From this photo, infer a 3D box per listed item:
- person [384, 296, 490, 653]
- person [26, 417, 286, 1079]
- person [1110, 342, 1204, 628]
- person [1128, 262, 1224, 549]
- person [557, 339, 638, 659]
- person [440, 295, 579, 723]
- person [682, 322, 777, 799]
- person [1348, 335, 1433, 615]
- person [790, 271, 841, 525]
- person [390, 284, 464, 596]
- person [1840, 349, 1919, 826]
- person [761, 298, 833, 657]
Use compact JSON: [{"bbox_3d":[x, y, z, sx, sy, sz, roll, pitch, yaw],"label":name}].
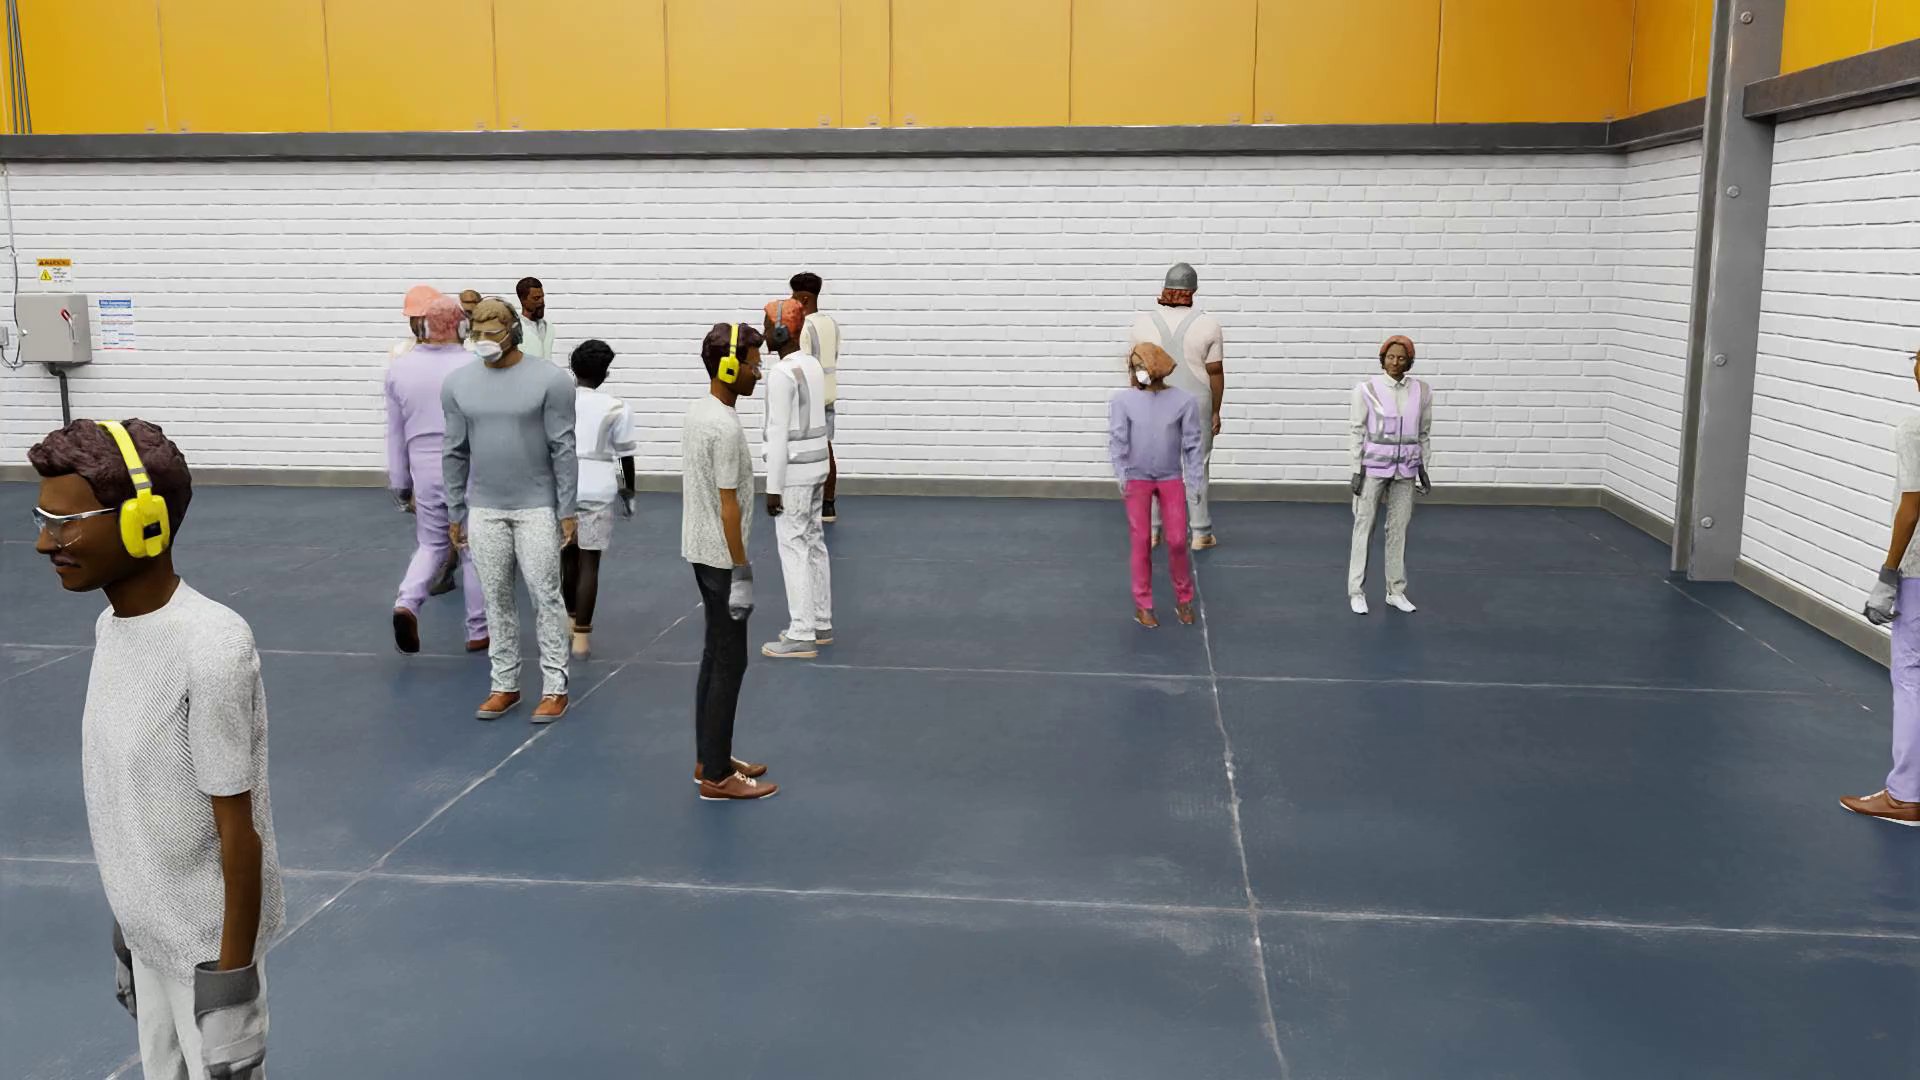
[{"bbox_3d":[-2.662,-0.315,8.653,0.657,1.890,0.658,2,10,11],"label":"person"},{"bbox_3d":[-1.330,0.716,2.840,0.512,1.861,0.325,9,13,41],"label":"person"},{"bbox_3d":[1.111,-0.301,9.374,0.542,1.611,0.428,1,10,6],"label":"person"},{"bbox_3d":[1.564,-0.956,11.885,0.678,2.000,0.537,4,11,19],"label":"person"},{"bbox_3d":[-1.980,-0.234,8.847,0.536,1.645,0.759,0,10,1],"label":"person"},{"bbox_3d":[-2.029,-0.134,7.518,0.641,1.927,0.386,1,10,7],"label":"person"},{"bbox_3d":[-0.897,0.089,6.442,0.345,1.855,0.533,-4,11,-21],"label":"person"},{"bbox_3d":[2.519,-0.382,9.756,0.515,1.636,0.314,-2,10,-10],"label":"person"},{"bbox_3d":[-1.147,-1.085,12.838,0.368,1.966,0.603,4,11,23],"label":"person"},{"bbox_3d":[-3.252,-0.635,10.386,0.550,1.920,0.576,2,10,10],"label":"person"},{"bbox_3d":[3.589,0.127,6.173,0.508,1.872,0.329,-4,11,-22],"label":"person"},{"bbox_3d":[-0.867,-0.324,8.750,0.346,1.876,0.576,2,10,13],"label":"person"}]
